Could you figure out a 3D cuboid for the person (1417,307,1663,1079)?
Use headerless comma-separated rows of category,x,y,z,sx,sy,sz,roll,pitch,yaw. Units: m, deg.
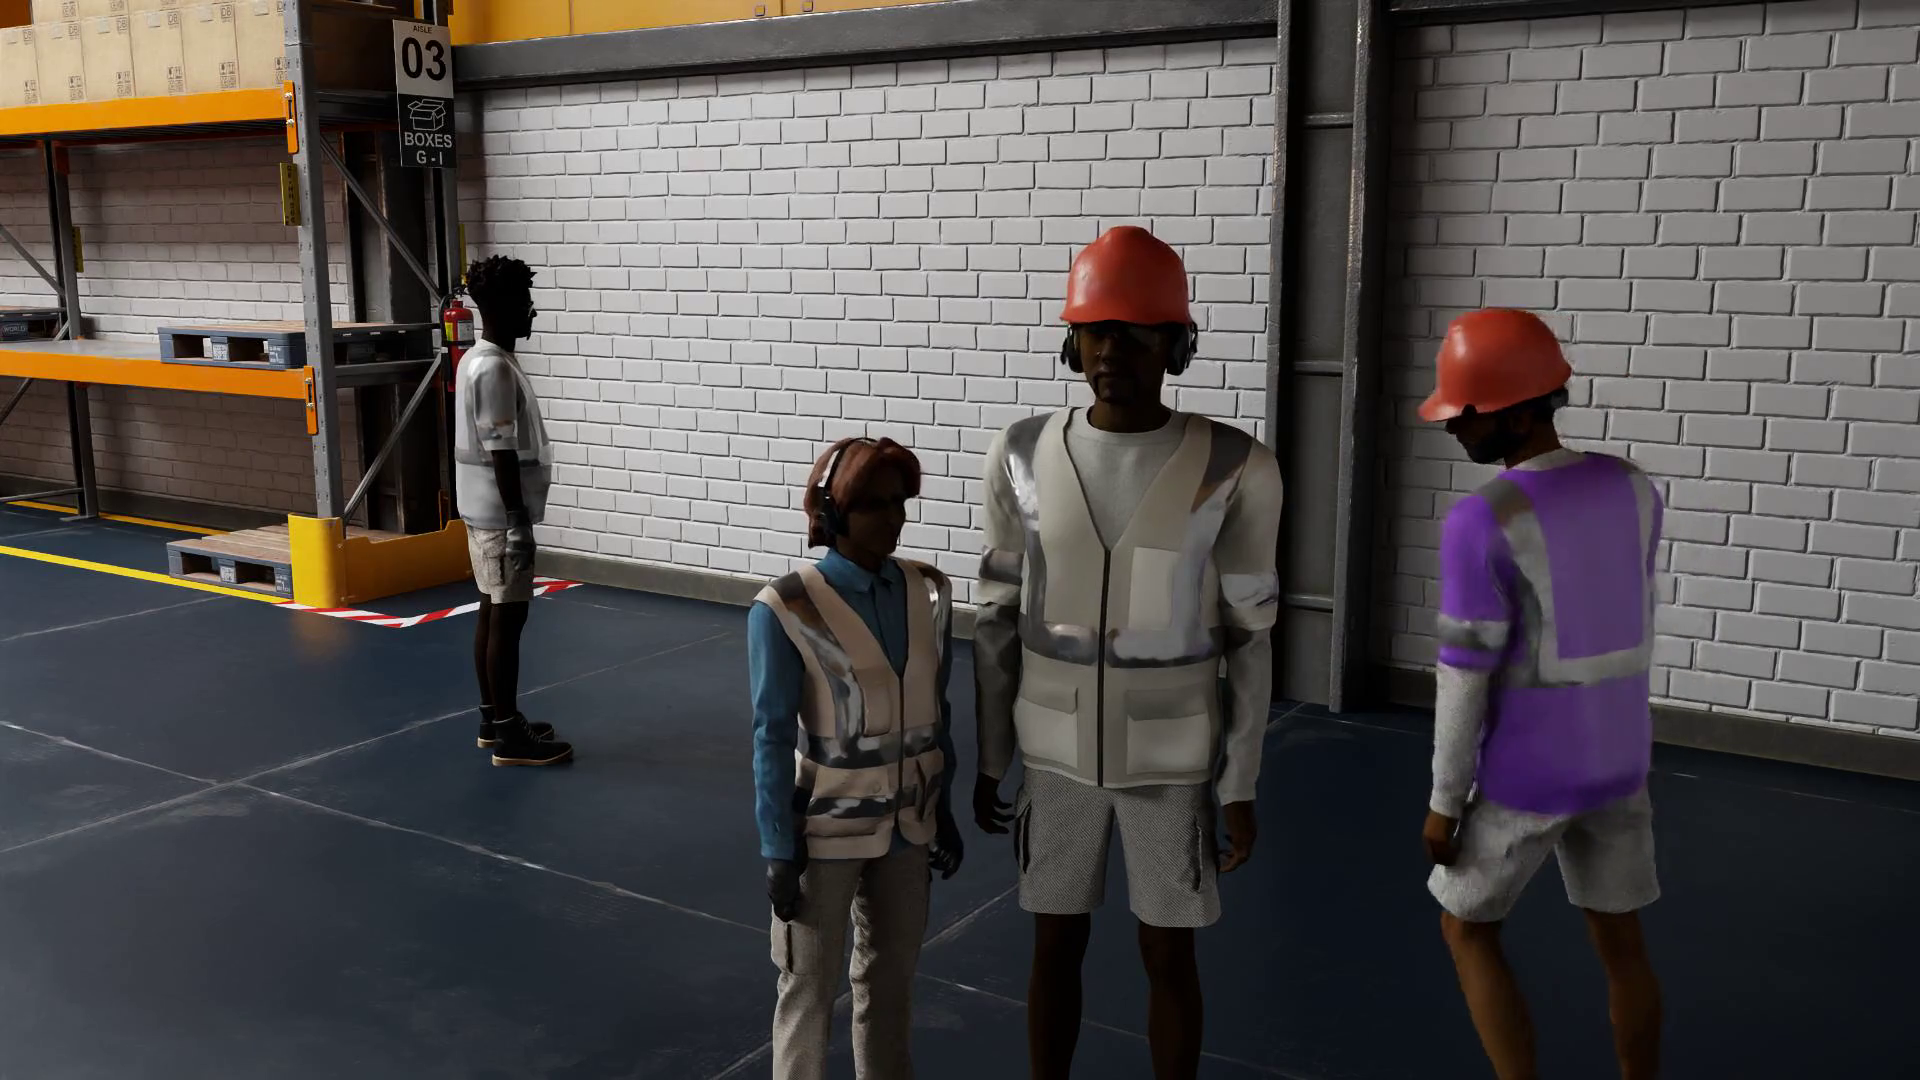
person,1.235,0.466,3.494,0.635,1.890,0.435,-4,11,-22

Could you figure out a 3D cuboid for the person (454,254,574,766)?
person,-1.761,-0.112,6.457,0.367,1.966,0.604,-5,11,-24

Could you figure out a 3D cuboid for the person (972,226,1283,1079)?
person,0.310,0.418,3.297,0.608,2.048,0.365,3,11,17

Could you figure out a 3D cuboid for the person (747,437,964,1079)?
person,-0.206,0.604,3.391,0.510,1.642,0.308,-10,14,-43
